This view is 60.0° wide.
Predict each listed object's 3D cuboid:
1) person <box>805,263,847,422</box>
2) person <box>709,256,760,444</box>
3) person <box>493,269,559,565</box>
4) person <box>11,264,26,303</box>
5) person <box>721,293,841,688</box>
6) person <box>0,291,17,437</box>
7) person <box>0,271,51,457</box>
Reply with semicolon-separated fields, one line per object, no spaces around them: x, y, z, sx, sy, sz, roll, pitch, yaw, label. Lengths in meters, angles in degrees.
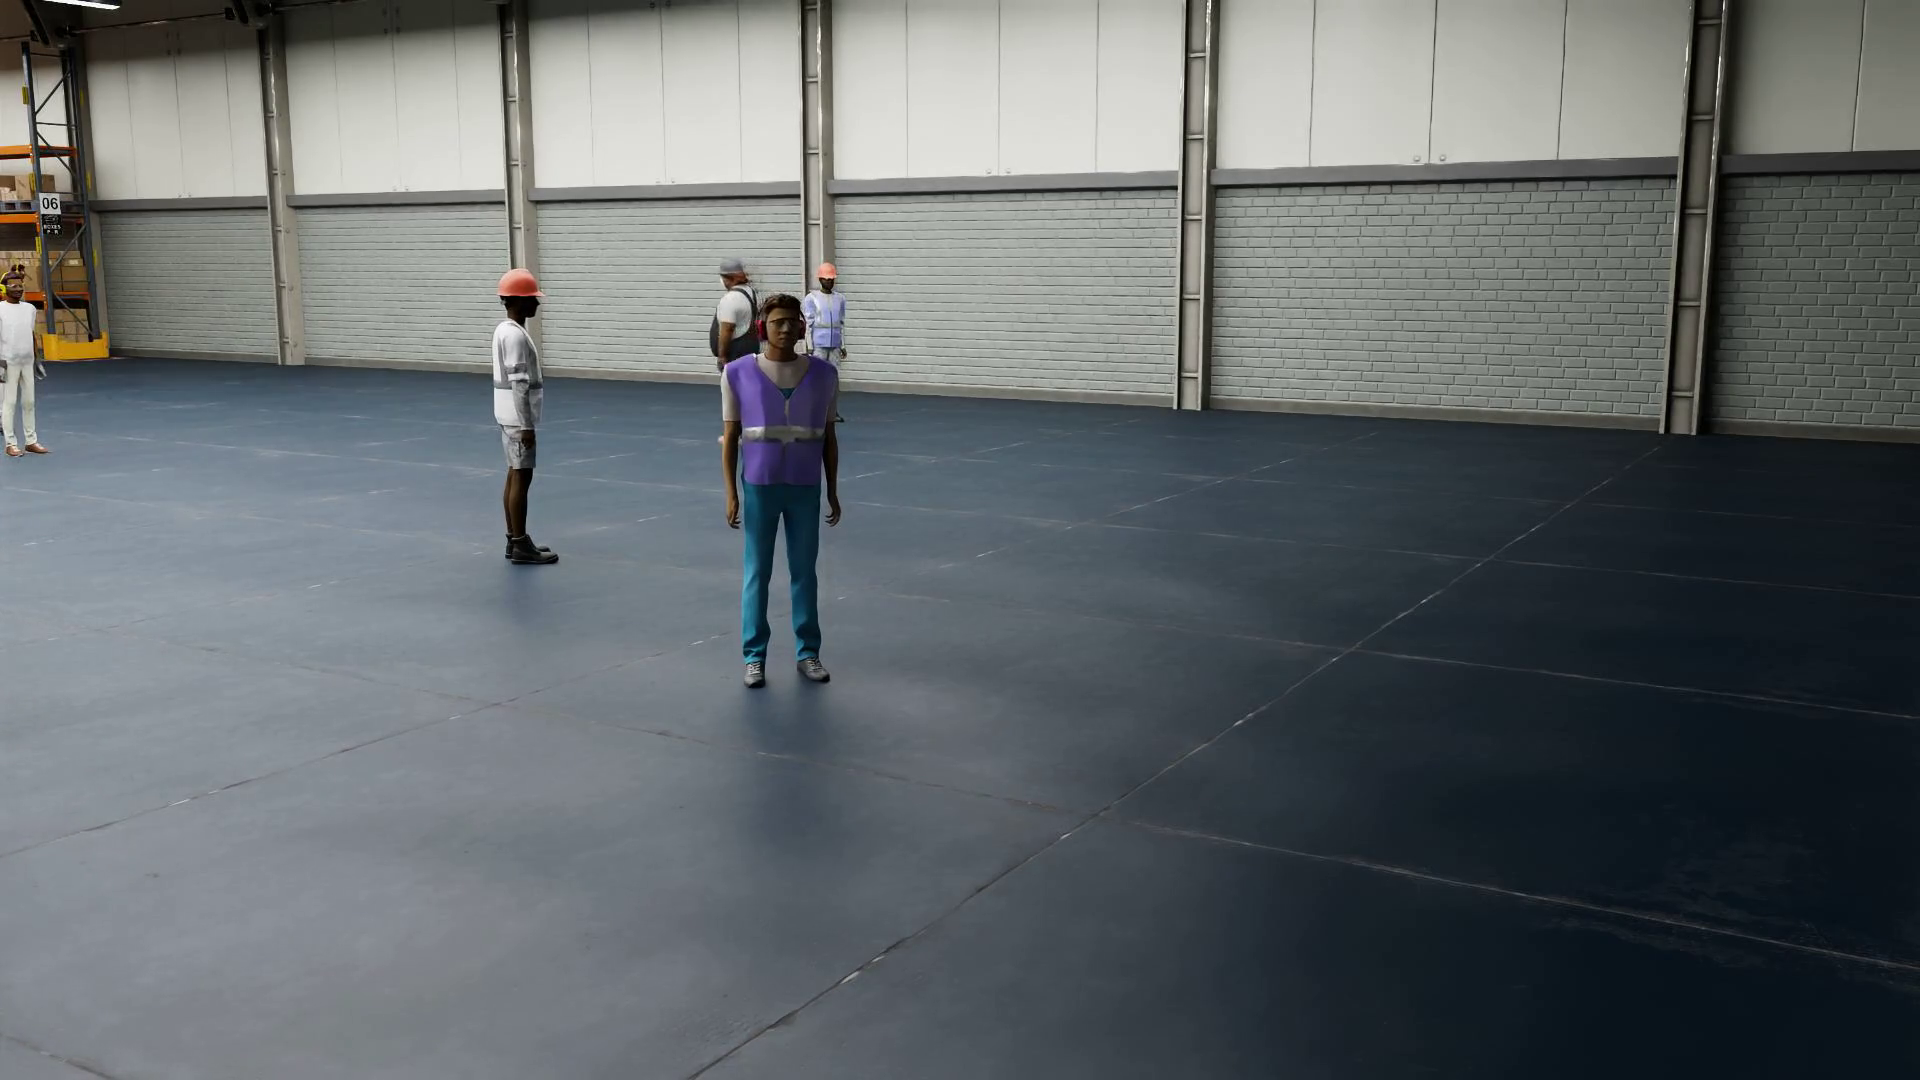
-1.612;-2.381;20.180;0.546;1.939;0.375;-6;11;-32;person
-2.439;-2.044;17.907;0.536;2.000;0.710;3;10;16;person
-2.879;-0.807;10.967;0.361;1.938;0.545;-4;10;-21;person
-17.899;-4.307;31.673;0.310;1.864;0.534;-7;12;-35;person
-0.845;-0.238;7.891;0.565;1.849;0.389;-3;10;-19;person
-10.740;-2.060;18.669;0.743;1.801;0.601;5;11;25;person
-9.563;-1.787;16.905;0.329;1.872;0.509;4;11;25;person
